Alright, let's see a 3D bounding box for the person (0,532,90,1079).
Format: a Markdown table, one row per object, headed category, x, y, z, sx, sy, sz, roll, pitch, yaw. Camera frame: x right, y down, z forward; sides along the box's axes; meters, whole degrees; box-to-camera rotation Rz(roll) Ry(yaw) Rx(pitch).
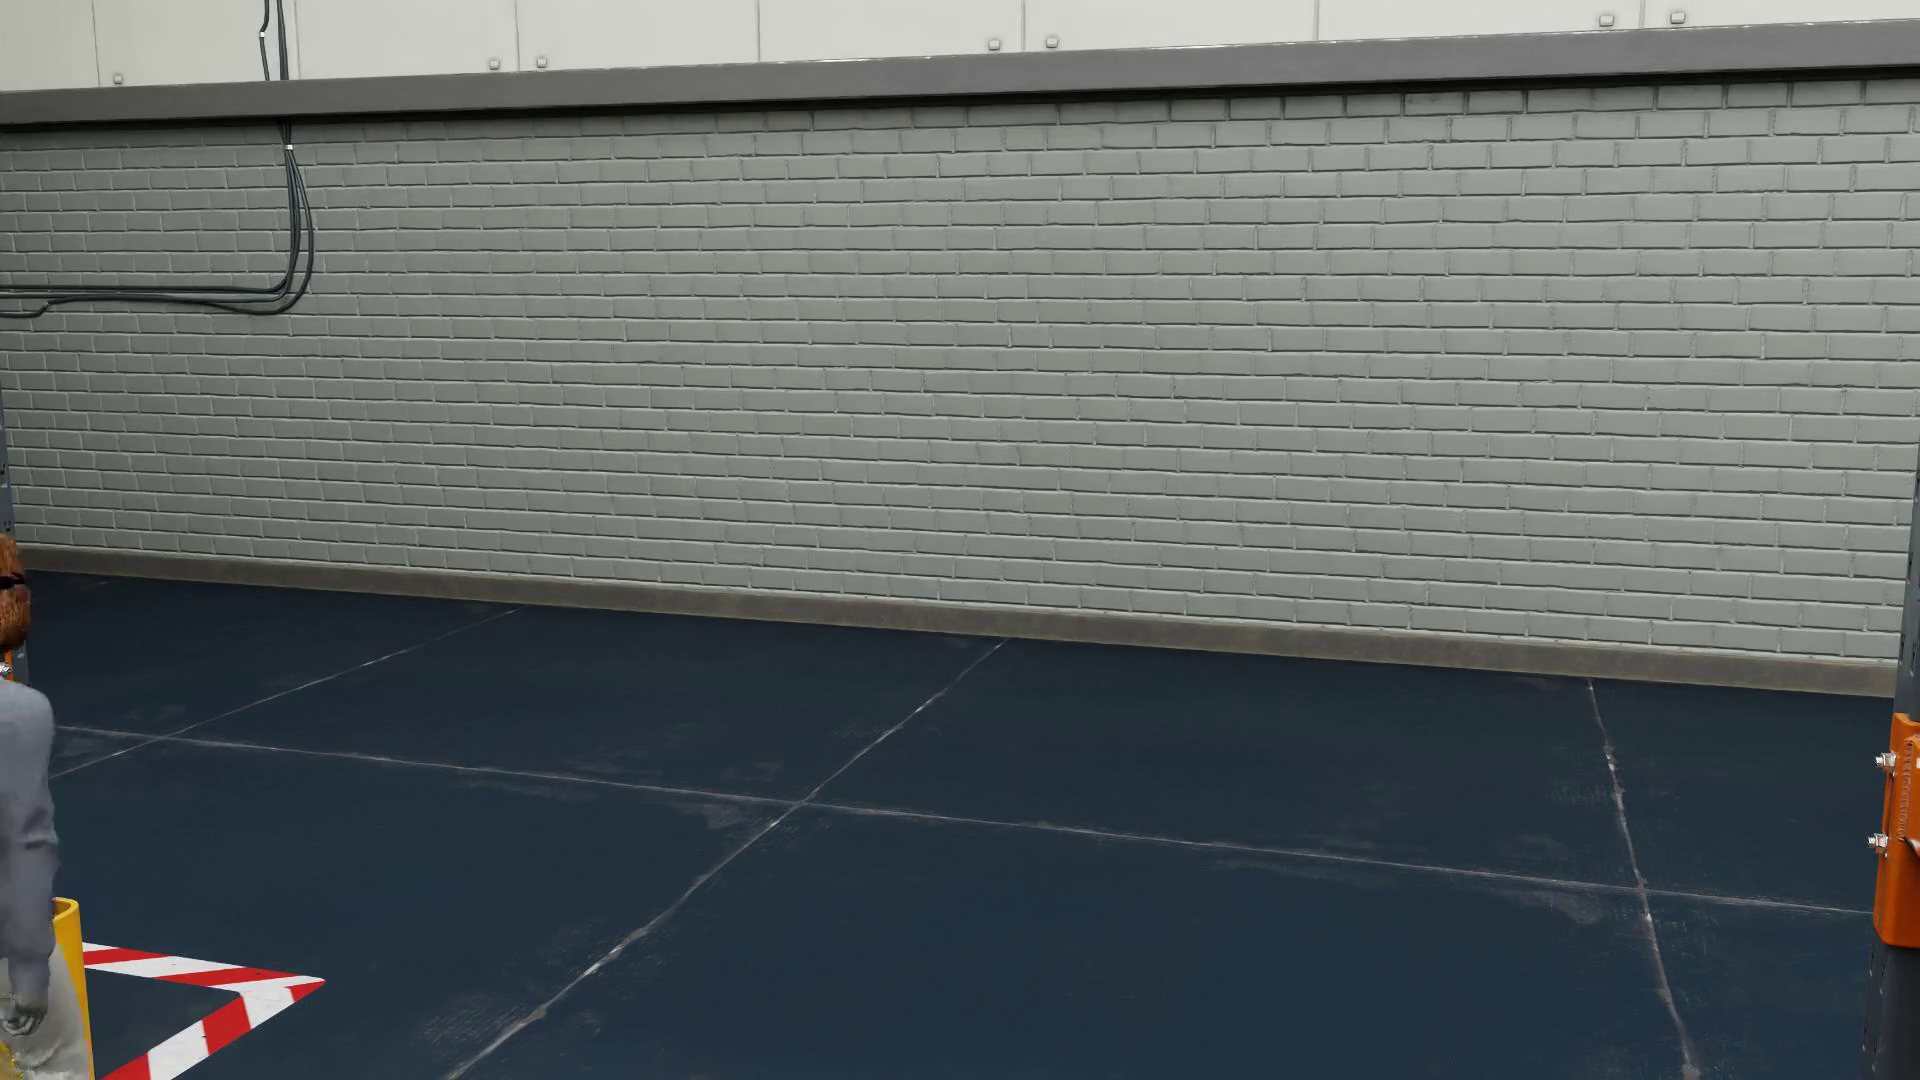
| category | x | y | z | sx | sy | sz | roll | pitch | yaw |
| --- | --- | --- | --- | --- | --- | --- | --- | --- | --- |
| person | -1.910 | 0.764 | 3.087 | 0.500 | 1.606 | 0.710 | 2 | 10 | 14 |
